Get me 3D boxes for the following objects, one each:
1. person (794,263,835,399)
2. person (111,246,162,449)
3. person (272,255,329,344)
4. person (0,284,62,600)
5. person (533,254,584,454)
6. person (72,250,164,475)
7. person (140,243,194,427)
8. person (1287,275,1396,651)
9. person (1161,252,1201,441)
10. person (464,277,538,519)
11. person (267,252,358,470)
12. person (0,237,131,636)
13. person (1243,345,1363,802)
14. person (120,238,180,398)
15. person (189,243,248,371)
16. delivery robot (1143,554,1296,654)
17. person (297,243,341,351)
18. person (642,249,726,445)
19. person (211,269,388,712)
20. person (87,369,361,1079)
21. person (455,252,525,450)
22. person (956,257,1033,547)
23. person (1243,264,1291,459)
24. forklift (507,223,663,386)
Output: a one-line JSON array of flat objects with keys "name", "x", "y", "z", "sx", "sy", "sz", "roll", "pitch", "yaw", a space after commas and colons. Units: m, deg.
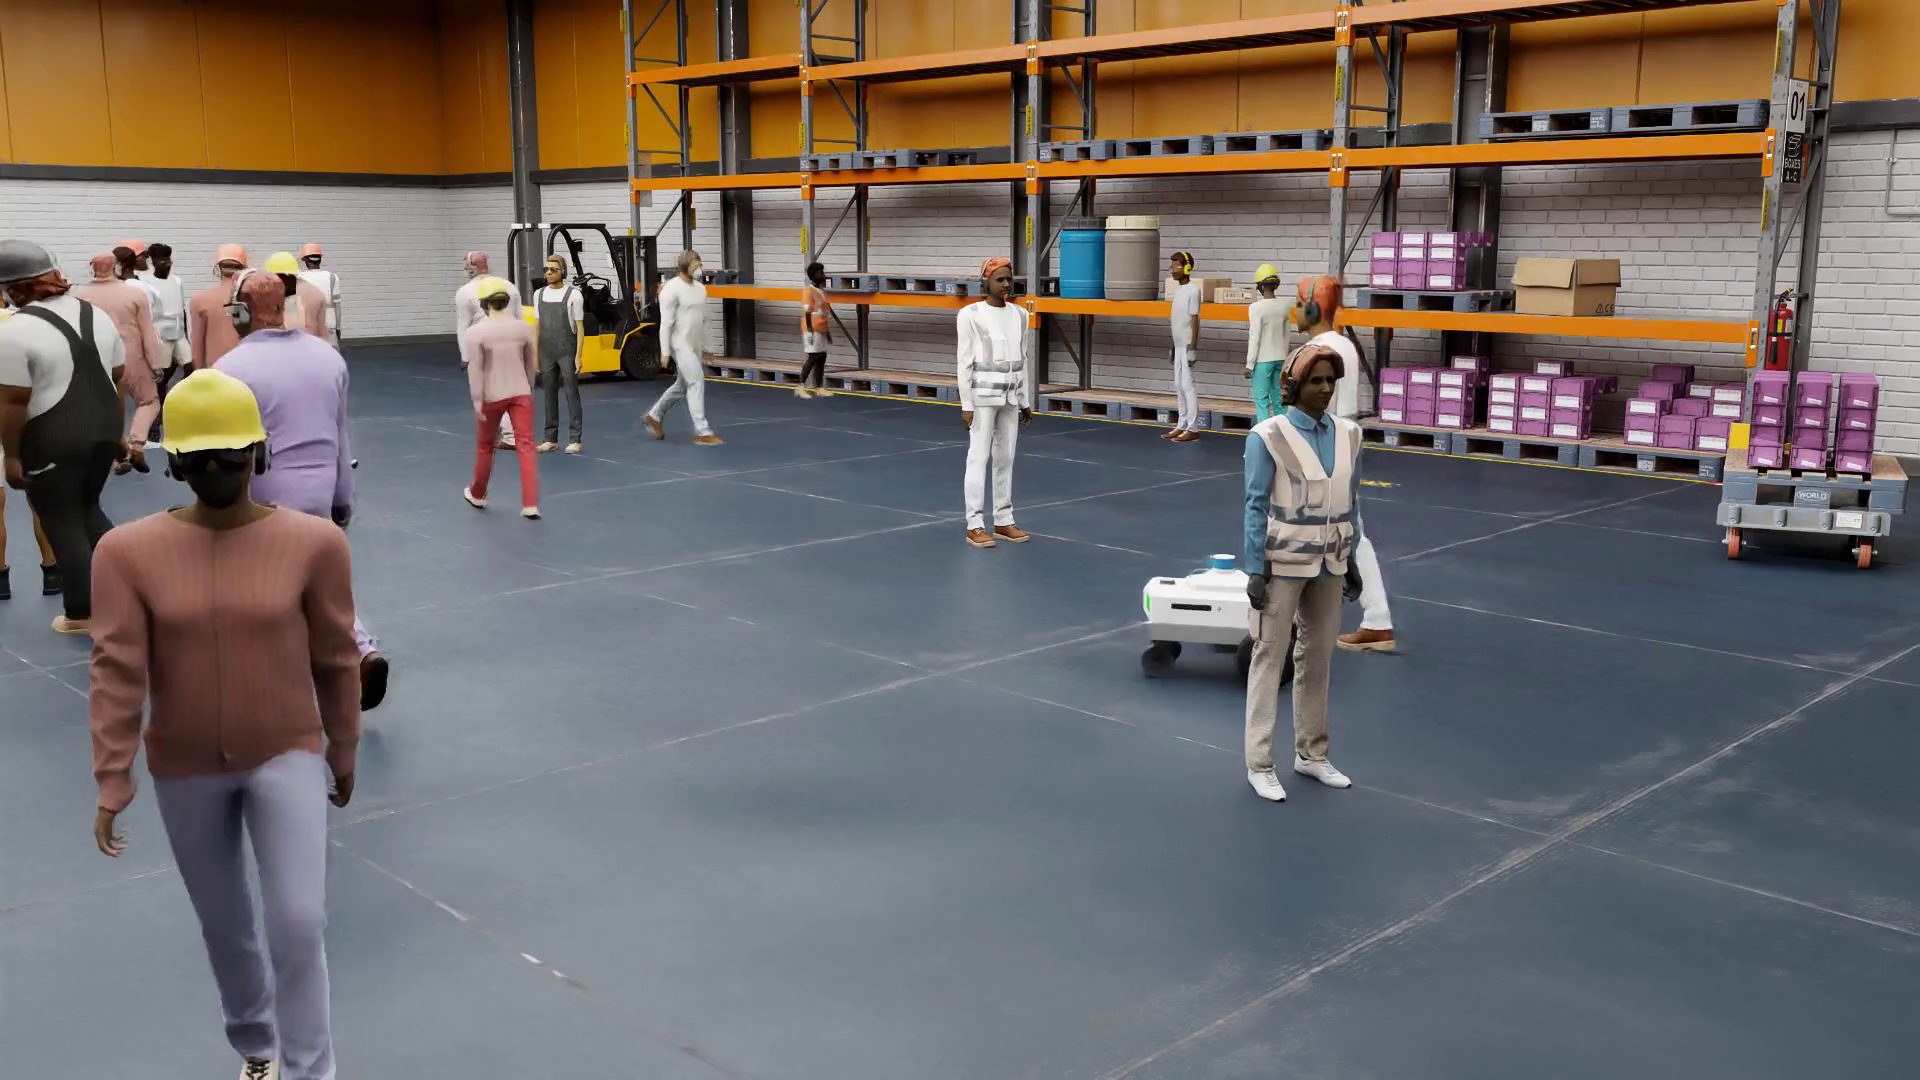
[{"name": "person", "x": -1.812, "y": -2.597, "z": 20.720, "sx": 0.470, "sy": 1.685, "sz": 0.583, "roll": 4, "pitch": 11, "yaw": 18}, {"name": "person", "x": -7.811, "y": -1.819, "z": 15.800, "sx": 0.371, "sy": 1.916, "sz": 0.597, "roll": -4, "pitch": 11, "yaw": -19}, {"name": "person", "x": -6.241, "y": -1.763, "z": 15.654, "sx": 0.846, "sy": 1.870, "sz": 0.646, "roll": 9, "pitch": 14, "yaw": 40}, {"name": "person", "x": -5.325, "y": -0.632, "z": 9.281, "sx": 0.548, "sy": 1.934, "sz": 0.376, "roll": -5, "pitch": 12, "yaw": -26}, {"name": "person", "x": -3.735, "y": -1.721, "z": 15.462, "sx": 0.506, "sy": 1.847, "sz": 0.345, "roll": 2, "pitch": 11, "yaw": 13}, {"name": "person", "x": -7.063, "y": -1.473, "z": 13.968, "sx": 0.703, "sy": 1.894, "sz": 0.548, "roll": -1, "pitch": 10, "yaw": -5}, {"name": "person", "x": -8.286, "y": -2.136, "z": 17.455, "sx": 0.569, "sy": 1.942, "sz": 0.635, "roll": 4, "pitch": 11, "yaw": 21}, {"name": "person", "x": 1.739, "y": -0.376, "z": 8.167, "sx": 1.006, "sy": 1.831, "sz": 0.603, "roll": 8, "pitch": 13, "yaw": 36}, {"name": "person", "x": 2.204, "y": -1.901, "z": 16.415, "sx": 0.322, "sy": 1.861, "sz": 0.515, "roll": -3, "pitch": 11, "yaw": -15}, {"name": "person", "x": -3.324, "y": -1.030, "z": 12.045, "sx": 0.544, "sy": 1.722, "sz": 0.909, "roll": -7, "pitch": 13, "yaw": -34}, {"name": "person", "x": -5.491, "y": -1.417, "z": 13.701, "sx": 0.984, "sy": 1.872, "sz": 0.607, "roll": 4, "pitch": 11, "yaw": 18}, {"name": "person", "x": -4.526, "y": -0.512, "z": 8.336, "sx": 0.542, "sy": 2.000, "sz": 0.714, "roll": 3, "pitch": 11, "yaw": 18}, {"name": "person", "x": 1.236, "y": 0.114, "z": 6.020, "sx": 0.521, "sy": 1.640, "sz": 0.307, "roll": -6, "pitch": 12, "yaw": -28}, {"name": "person", "x": -9.118, "y": -2.391, "z": 18.711, "sx": 0.490, "sy": 1.990, "sz": 0.672, "roll": 7, "pitch": 13, "yaw": 34}, {"name": "person", "x": -5.477, "y": -1.257, "z": 12.611, "sx": 0.610, "sy": 1.965, "sz": 0.764, "roll": -6, "pitch": 12, "yaw": -31}, {"name": "delivery robot", "x": 1.207, "y": 0.310, "z": 7.652, "sx": 0.707, "sy": 0.478, "sz": 0.477, "roll": 3, "pitch": 11, "yaw": 15}, {"name": "person", "x": -7.632, "y": -2.553, "z": 19.771, "sx": 0.542, "sy": 1.930, "sz": 0.367, "roll": -9, "pitch": 14, "yaw": -42}, {"name": "person", "x": -2.730, "y": -1.877, "z": 16.192, "sx": 0.960, "sy": 1.902, "sz": 0.645, "roll": 5, "pitch": 11, "yaw": 24}, {"name": "person", "x": -2.706, "y": -0.147, "z": 6.732, "sx": 0.586, "sy": 1.889, "sz": 0.651, "roll": 5, "pitch": 12, "yaw": 27}, {"name": "person", "x": -1.558, "y": 0.513, "z": 3.568, "sx": 0.529, "sy": 1.737, "sz": 0.767, "roll": -3, "pitch": 11, "yaw": -17}, {"name": "person", "x": -4.427, "y": -1.771, "z": 15.696, "sx": 0.564, "sy": 1.866, "sz": 0.659, "roll": 8, "pitch": 13, "yaw": 36}, {"name": "person", "x": 0.234, "y": -0.901, "z": 10.888, "sx": 0.576, "sy": 1.883, "sz": 0.354, "roll": -8, "pitch": 13, "yaw": -38}, {"name": "person", "x": 2.764, "y": -1.601, "z": 15.032, "sx": 0.530, "sy": 1.765, "sz": 0.325, "roll": -8, "pitch": 13, "yaw": -38}, {"name": "forklift", "x": -5.316, "y": -3.263, "z": 22.920, "sx": 2.313, "sy": 2.155, "sz": 1.214, "roll": -10, "pitch": 14, "yaw": -44}]
